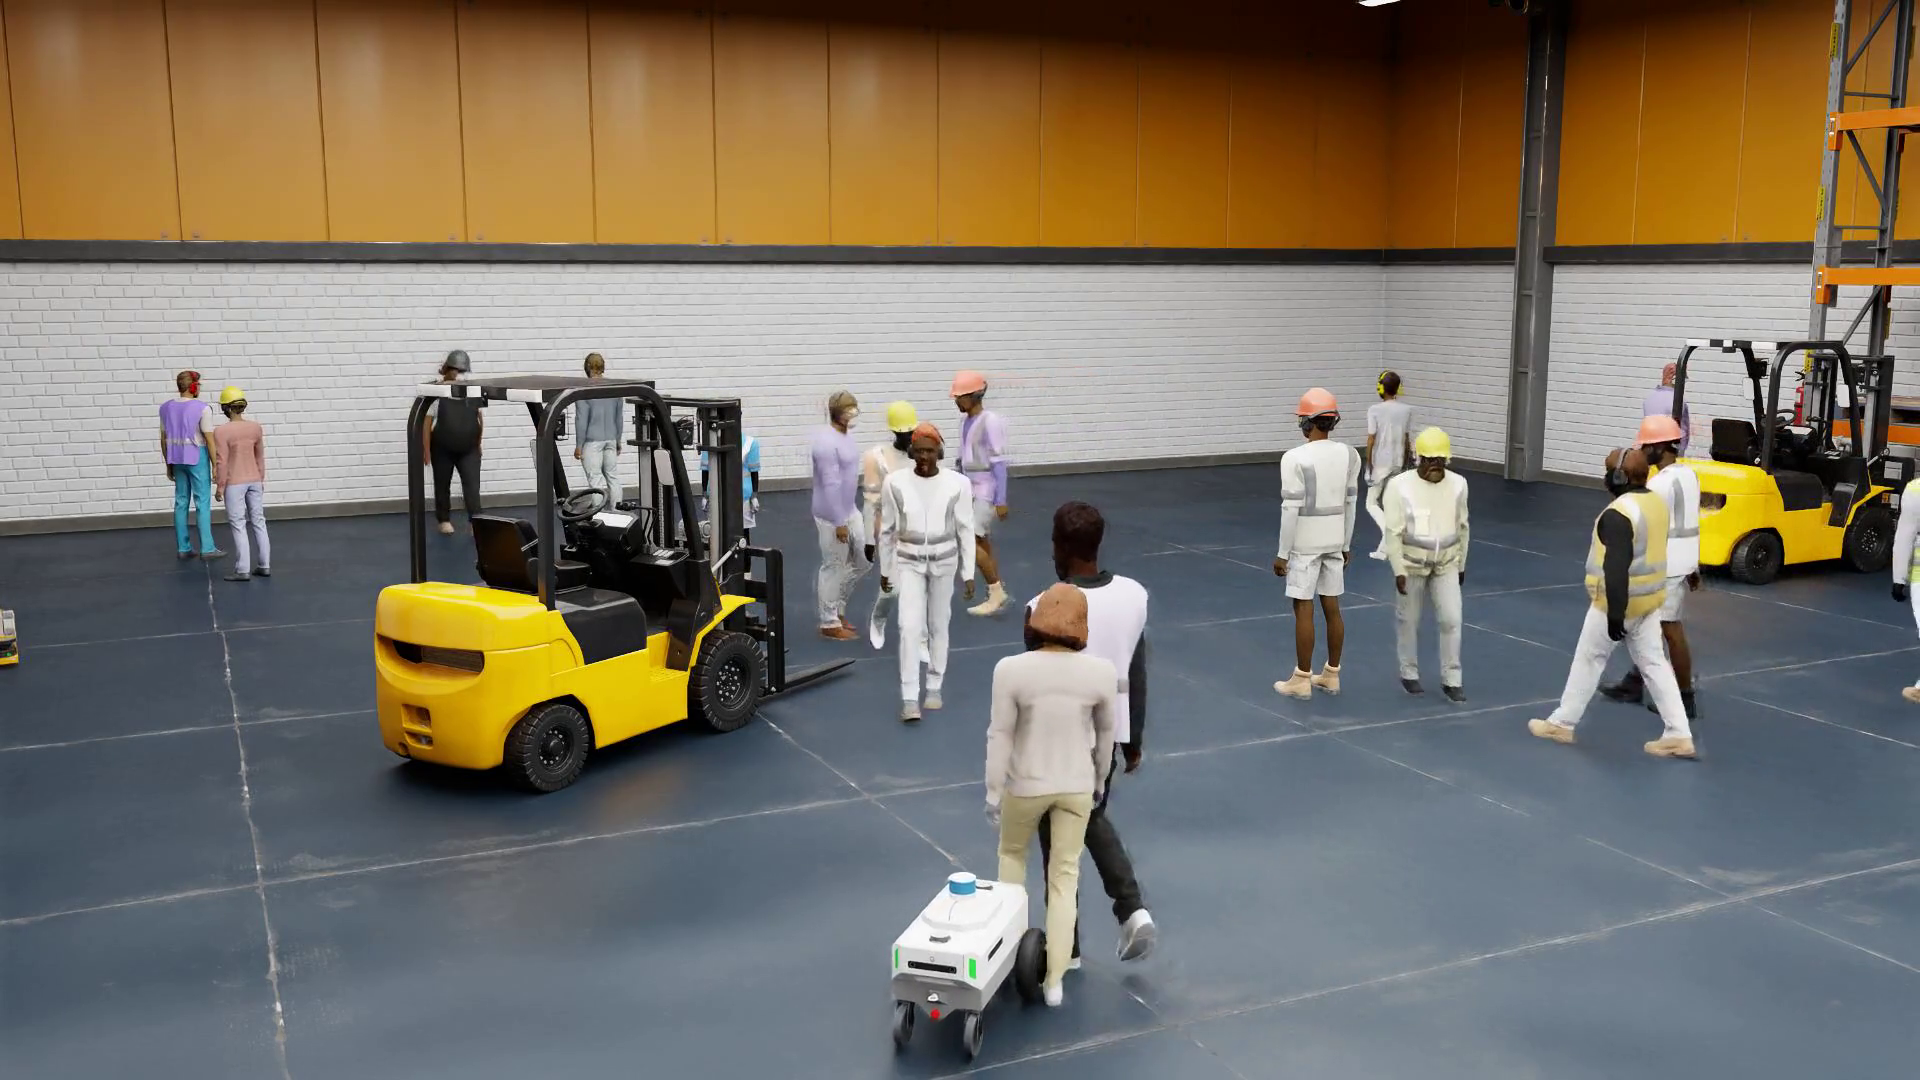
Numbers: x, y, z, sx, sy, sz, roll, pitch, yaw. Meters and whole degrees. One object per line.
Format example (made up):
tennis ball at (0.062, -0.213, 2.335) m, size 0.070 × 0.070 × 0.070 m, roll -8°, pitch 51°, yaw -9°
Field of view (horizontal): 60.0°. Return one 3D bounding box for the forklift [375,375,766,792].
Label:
forklift at (-2.268, 0.149, 9.685) m, size 1.214 × 2.155 × 2.313 m, roll 6°, pitch 11°, yaw 32°

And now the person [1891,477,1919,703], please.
person at (6.214, 0.232, 10.399) m, size 0.645 × 1.802 × 0.894 m, roll 0°, pitch 9°, yaw -2°

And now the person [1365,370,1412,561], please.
person at (4.133, -0.694, 15.963) m, size 0.518 × 1.859 × 0.556 m, roll -3°, pitch 10°, yaw -19°

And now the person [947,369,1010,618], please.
person at (0.146, -0.366, 13.421) m, size 0.494 × 2.017 × 0.638 m, roll -3°, pitch 10°, yaw -19°

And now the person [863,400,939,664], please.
person at (-0.414, -0.062, 11.896) m, size 0.652 × 1.901 × 0.573 m, roll -5°, pitch 10°, yaw -27°

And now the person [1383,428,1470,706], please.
person at (3.042, 0.174, 10.743) m, size 0.602 × 1.797 × 0.752 m, roll -1°, pitch 9°, yaw -4°

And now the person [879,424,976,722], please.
person at (-0.203, 0.206, 10.384) m, size 0.604 × 1.846 × 0.847 m, roll 0°, pitch 9°, yaw -1°

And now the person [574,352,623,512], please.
person at (-3.886, -1.047, 17.892) m, size 0.359 × 1.938 × 0.632 m, roll 7°, pitch 12°, yaw 39°

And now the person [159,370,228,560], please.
person at (-7.487, -0.721, 16.173) m, size 0.569 × 1.840 × 0.374 m, roll 2°, pitch 9°, yaw 13°

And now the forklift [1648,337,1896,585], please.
forklift at (7.551, -0.789, 15.507) m, size 2.313 × 2.155 × 1.214 m, roll -4°, pitch 10°, yaw -25°

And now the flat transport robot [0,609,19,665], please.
flat transport robot at (-7.264, 0.714, 12.132) m, size 0.652 × 0.197 × 1.431 m, roll -5°, pitch 11°, yaw -30°

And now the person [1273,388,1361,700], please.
person at (2.317, 0.026, 10.914) m, size 0.609 × 2.043 × 0.376 m, roll -5°, pitch 10°, yaw -28°

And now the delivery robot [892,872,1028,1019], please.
delivery robot at (0.009, 1.483, 6.191) m, size 0.477 × 0.478 × 0.707 m, roll 3°, pitch 10°, yaw 18°

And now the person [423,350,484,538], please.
person at (-5.306, -1.033, 17.495) m, size 0.709 × 2.000 × 1.057 m, roll -6°, pitch 11°, yaw -33°

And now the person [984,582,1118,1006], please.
person at (0.339, 0.958, 6.463) m, size 0.520 × 1.608 × 0.603 m, roll -1°, pitch 9°, yaw -5°

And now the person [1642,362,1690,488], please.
person at (7.073, -0.822, 16.634) m, size 0.404 × 1.900 × 0.645 m, roll -1°, pitch 9°, yaw -6°

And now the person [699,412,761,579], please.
person at (-1.989, -0.362, 14.395) m, size 0.532 × 1.697 × 0.319 m, roll 0°, pitch 9°, yaw 0°

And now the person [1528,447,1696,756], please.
person at (3.868, 0.356, 9.673) m, size 0.649 × 1.794 × 0.967 m, roll -8°, pitch 12°, yaw -41°

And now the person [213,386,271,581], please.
person at (-6.538, -0.508, 15.084) m, size 0.328 × 1.767 × 0.531 m, roll 4°, pitch 10°, yaw 25°

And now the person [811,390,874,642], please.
person at (-0.894, -0.171, 12.511) m, size 0.437 × 1.917 × 0.618 m, roll 3°, pitch 10°, yaw 18°

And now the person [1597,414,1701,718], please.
person at (4.368, 0.154, 10.552) m, size 0.810 × 1.900 × 0.576 m, roll 8°, pitch 12°, yaw 41°

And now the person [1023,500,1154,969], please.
person at (0.491, 0.793, 6.574) m, size 0.622 × 1.901 × 0.526 m, roll -7°, pitch 11°, yaw -36°
